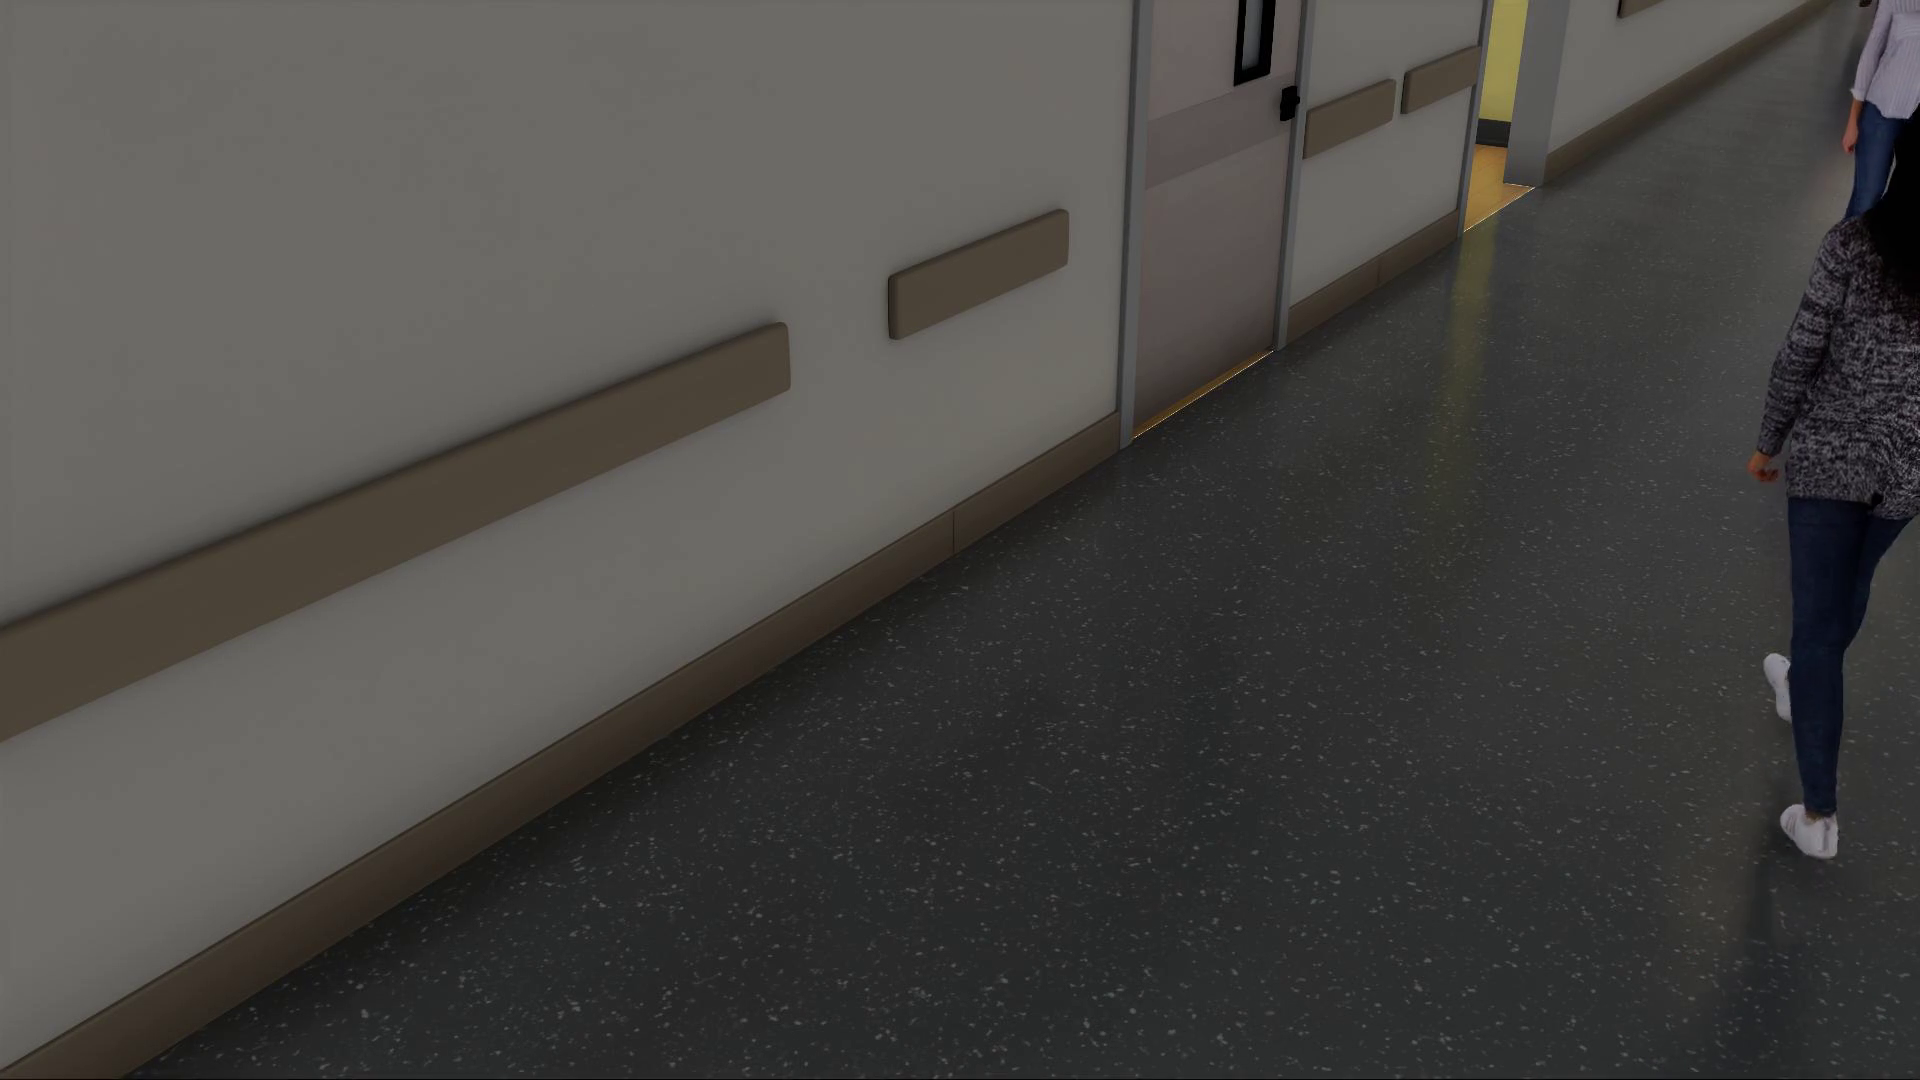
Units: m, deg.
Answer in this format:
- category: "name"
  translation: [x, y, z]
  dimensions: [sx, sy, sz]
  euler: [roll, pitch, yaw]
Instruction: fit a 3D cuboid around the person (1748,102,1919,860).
- category: "person"
  translation: [2.023, -0.102, 3.705]
  dimensions: [1.197, 1.686, 0.987]
  euler: [6, 26, 13]
